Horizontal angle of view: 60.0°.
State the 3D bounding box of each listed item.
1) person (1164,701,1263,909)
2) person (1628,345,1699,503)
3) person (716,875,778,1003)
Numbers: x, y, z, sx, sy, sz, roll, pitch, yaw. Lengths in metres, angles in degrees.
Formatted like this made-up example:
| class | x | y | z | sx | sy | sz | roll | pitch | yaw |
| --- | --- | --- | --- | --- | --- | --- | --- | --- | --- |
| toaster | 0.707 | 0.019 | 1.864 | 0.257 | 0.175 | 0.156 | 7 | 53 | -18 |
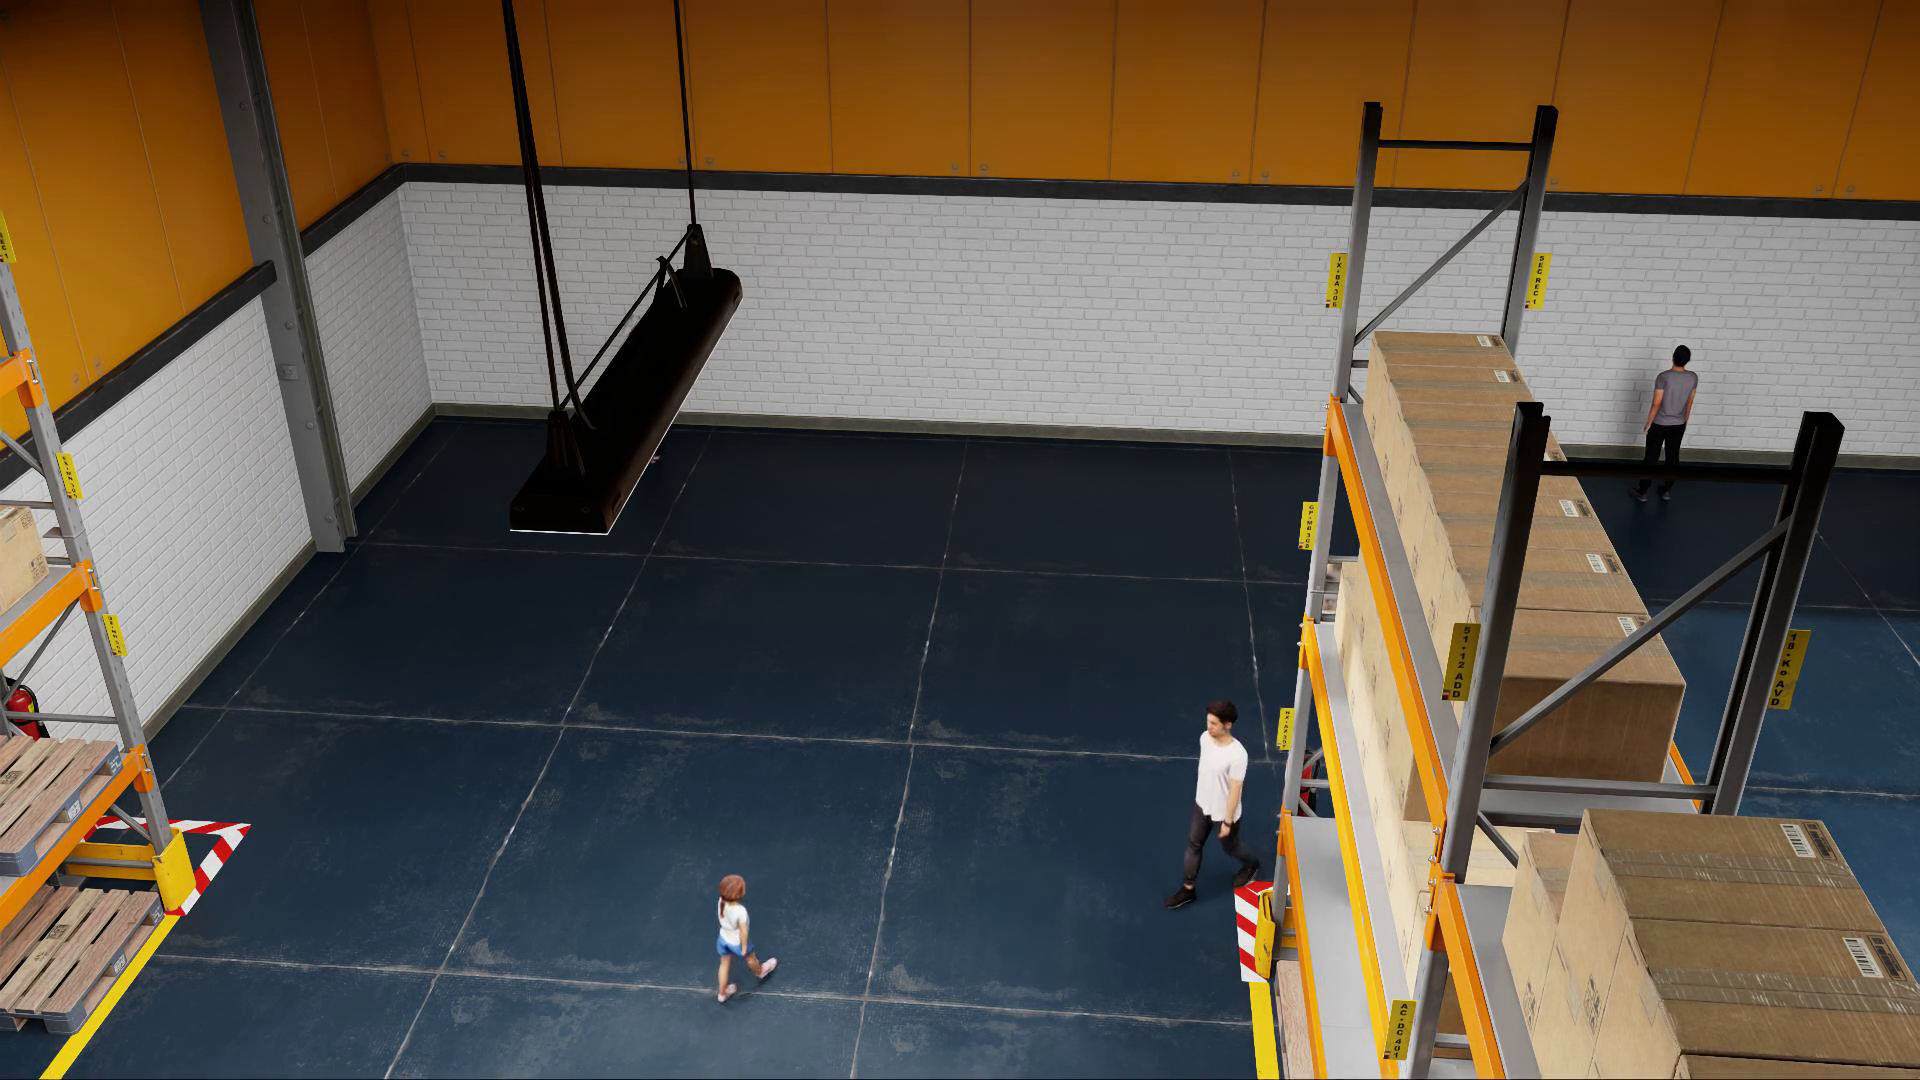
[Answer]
| class | x | y | z | sx | sy | sz | roll | pitch | yaw |
| --- | --- | --- | --- | --- | --- | --- | --- | --- | --- |
| person | 1.925 | 1.881 | 11.932 | 1.093 | 1.693 | 1.094 | -18 | 33 | -29 |
| person | 7.486 | -1.242 | 17.593 | 0.653 | 1.755 | 0.608 | -3 | 29 | -5 |
| person | -1.555 | 2.688 | 11.180 | 0.647 | 0.996 | 0.756 | 21 | 35 | 34 |
